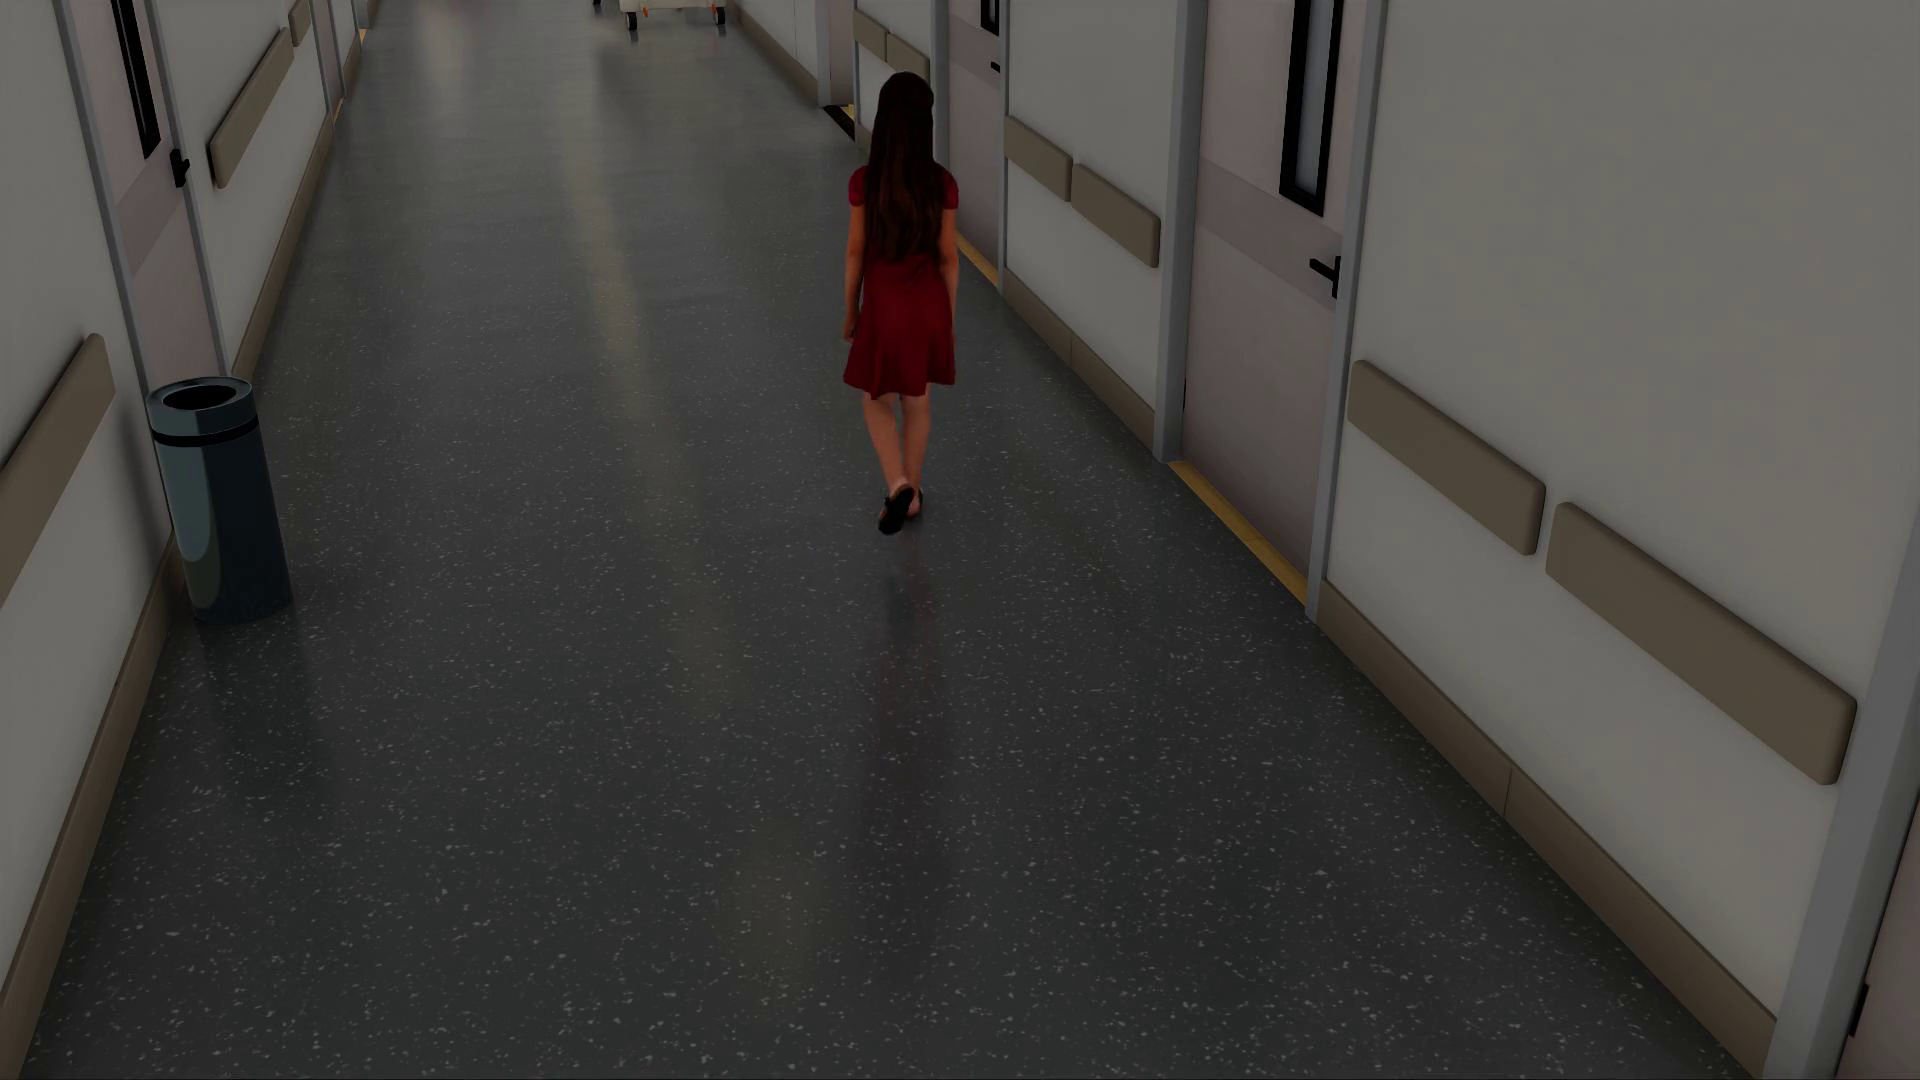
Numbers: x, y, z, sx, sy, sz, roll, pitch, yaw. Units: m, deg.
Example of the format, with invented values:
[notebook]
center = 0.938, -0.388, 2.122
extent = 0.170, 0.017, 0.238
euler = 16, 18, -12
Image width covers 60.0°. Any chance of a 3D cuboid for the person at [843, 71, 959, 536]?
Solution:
[person]
center = -0.190, -0.725, 5.471
extent = 0.802, 1.531, 0.658
euler = -3, 26, -7
